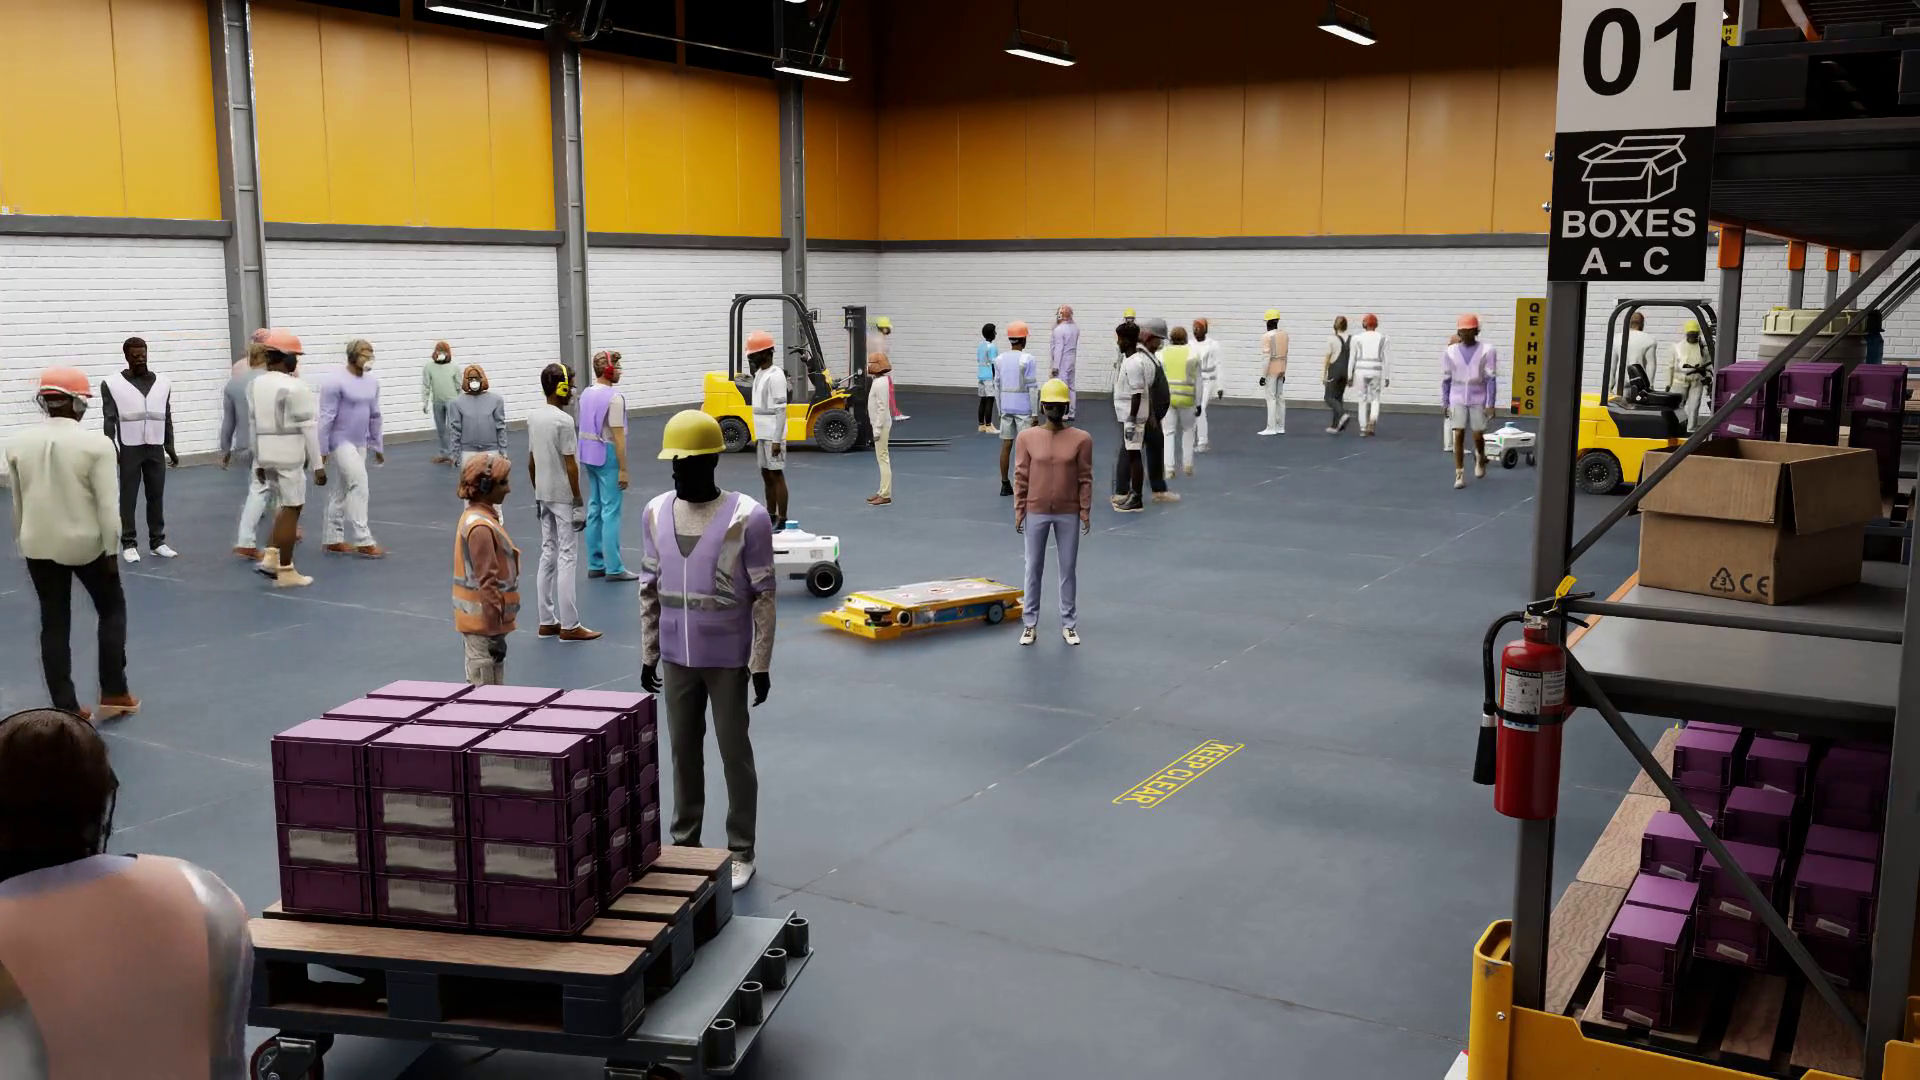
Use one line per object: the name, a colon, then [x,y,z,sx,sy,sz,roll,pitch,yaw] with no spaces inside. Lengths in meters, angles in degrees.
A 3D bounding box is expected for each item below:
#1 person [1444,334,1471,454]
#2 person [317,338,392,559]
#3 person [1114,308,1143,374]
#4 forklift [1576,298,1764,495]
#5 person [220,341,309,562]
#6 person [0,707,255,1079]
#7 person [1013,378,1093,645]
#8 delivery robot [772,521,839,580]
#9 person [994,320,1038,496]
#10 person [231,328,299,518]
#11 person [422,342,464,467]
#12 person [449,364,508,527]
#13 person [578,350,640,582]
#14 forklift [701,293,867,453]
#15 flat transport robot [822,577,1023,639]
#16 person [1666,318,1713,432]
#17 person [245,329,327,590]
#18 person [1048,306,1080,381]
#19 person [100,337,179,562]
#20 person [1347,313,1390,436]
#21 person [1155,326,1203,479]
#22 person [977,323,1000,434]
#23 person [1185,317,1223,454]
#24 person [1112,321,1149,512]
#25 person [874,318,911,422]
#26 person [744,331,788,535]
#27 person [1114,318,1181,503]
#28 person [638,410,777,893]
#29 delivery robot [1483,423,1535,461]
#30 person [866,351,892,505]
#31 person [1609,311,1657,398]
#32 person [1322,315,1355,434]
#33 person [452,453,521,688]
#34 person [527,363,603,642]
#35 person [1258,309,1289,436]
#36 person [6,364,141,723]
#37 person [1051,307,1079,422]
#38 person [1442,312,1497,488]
person: [6.787,-1.997,22.763,0.341,1.634,0.534,-2,9,-11]
person: [-5.189,-0.788,14.378,0.838,1.896,0.630,2,9,13]
person: [3.076,-3.297,30.249,0.600,1.829,0.404,-2,9,-10]
forklift: [7.954,-1.589,18.462,2.313,2.155,1.214,5,11,30]
person: [-6.038,-0.777,14.423,0.687,1.871,1.064,3,9,16]
person: [-1.285,1.161,2.515,0.530,1.804,0.645,5,10,27]
person: [0.614,-0.181,10.997,0.525,1.772,0.309,0,9,0]
delivery robot: [-1.286,0.096,12.751,0.707,0.478,0.477,-1,9,-7]
person: [0.636,-1.437,18.297,0.545,1.942,0.354,7,11,35]
person: [-6.971,-1.174,16.768,0.651,1.906,0.403,-4,10,-26]
person: [-6.625,-1.748,21.347,0.558,1.600,0.607,0,9,2]
person: [-4.446,-0.811,15.381,0.503,1.626,0.282,-3,10,-18]
person: [-2.847,-0.588,13.292,0.392,1.846,0.564,-8,12,-41]
forklift: [-2.458,-2.344,23.176,2.313,2.155,1.214,0,9,-2]
flat transport robot: [-0.196,0.458,11.671,1.431,0.197,0.652,-7,11,-37]
person: [10.562,-2.300,24.079,0.618,1.815,0.548,4,10,23]
person: [-5.238,-0.620,12.948,0.630,2.023,0.457,6,11,33]
person: [1.854,-3.355,30.522,0.722,1.858,0.706,7,11,36]
person: [-7.039,-0.782,14.283,0.372,1.917,0.596,7,11,37]
person: [6.153,-2.479,25.030,0.605,1.865,0.443,2,9,11]
person: [2.636,-1.668,20.110,0.652,1.814,0.764,3,9,16]
person: [0.444,-2.469,25.500,0.315,1.696,0.541,-4,10,-23]
person: [3.250,-2.097,22.673,0.623,1.861,0.612,-8,12,-40]
person: [1.766,-1.267,17.171,0.374,1.963,0.607,1,9,6]
person: [-1.210,-2.778,27.322,0.848,1.726,0.550,2,9,11]
person: [-1.802,-0.976,15.476,0.391,1.924,0.547,-4,10,-26]
person: [2.018,-1.373,17.590,0.844,2.000,0.703,2,9,15]
person: [-1.022,0.442,6.613,0.594,1.925,0.376,4,10,22]
delivery robot: [6.982,-1.252,21.164,0.707,0.478,0.477,-6,11,-33]
person: [-0.864,-1.186,17.689,0.280,1.634,0.499,0,9,-3]
person: [9.216,-2.161,22.837,0.629,1.936,0.372,7,11,37]
person: [5.806,-2.507,25.345,0.535,1.823,0.567,-4,10,-22]
person: [-2.180,0.413,7.686,0.309,1.641,0.514,-3,10,-21]
person: [-2.670,-0.245,11.128,0.509,1.858,0.329,8,12,41]
person: [4.748,-2.548,25.288,0.594,1.922,0.384,-9,13,-44]
person: [-4.819,0.034,9.063,0.613,1.964,0.684,-1,9,-4]
person: [1.703,-2.907,27.581,0.399,1.909,0.642,6,11,32]
person: [5.868,-1.614,19.141,0.634,2.026,0.643,5,10,27]
